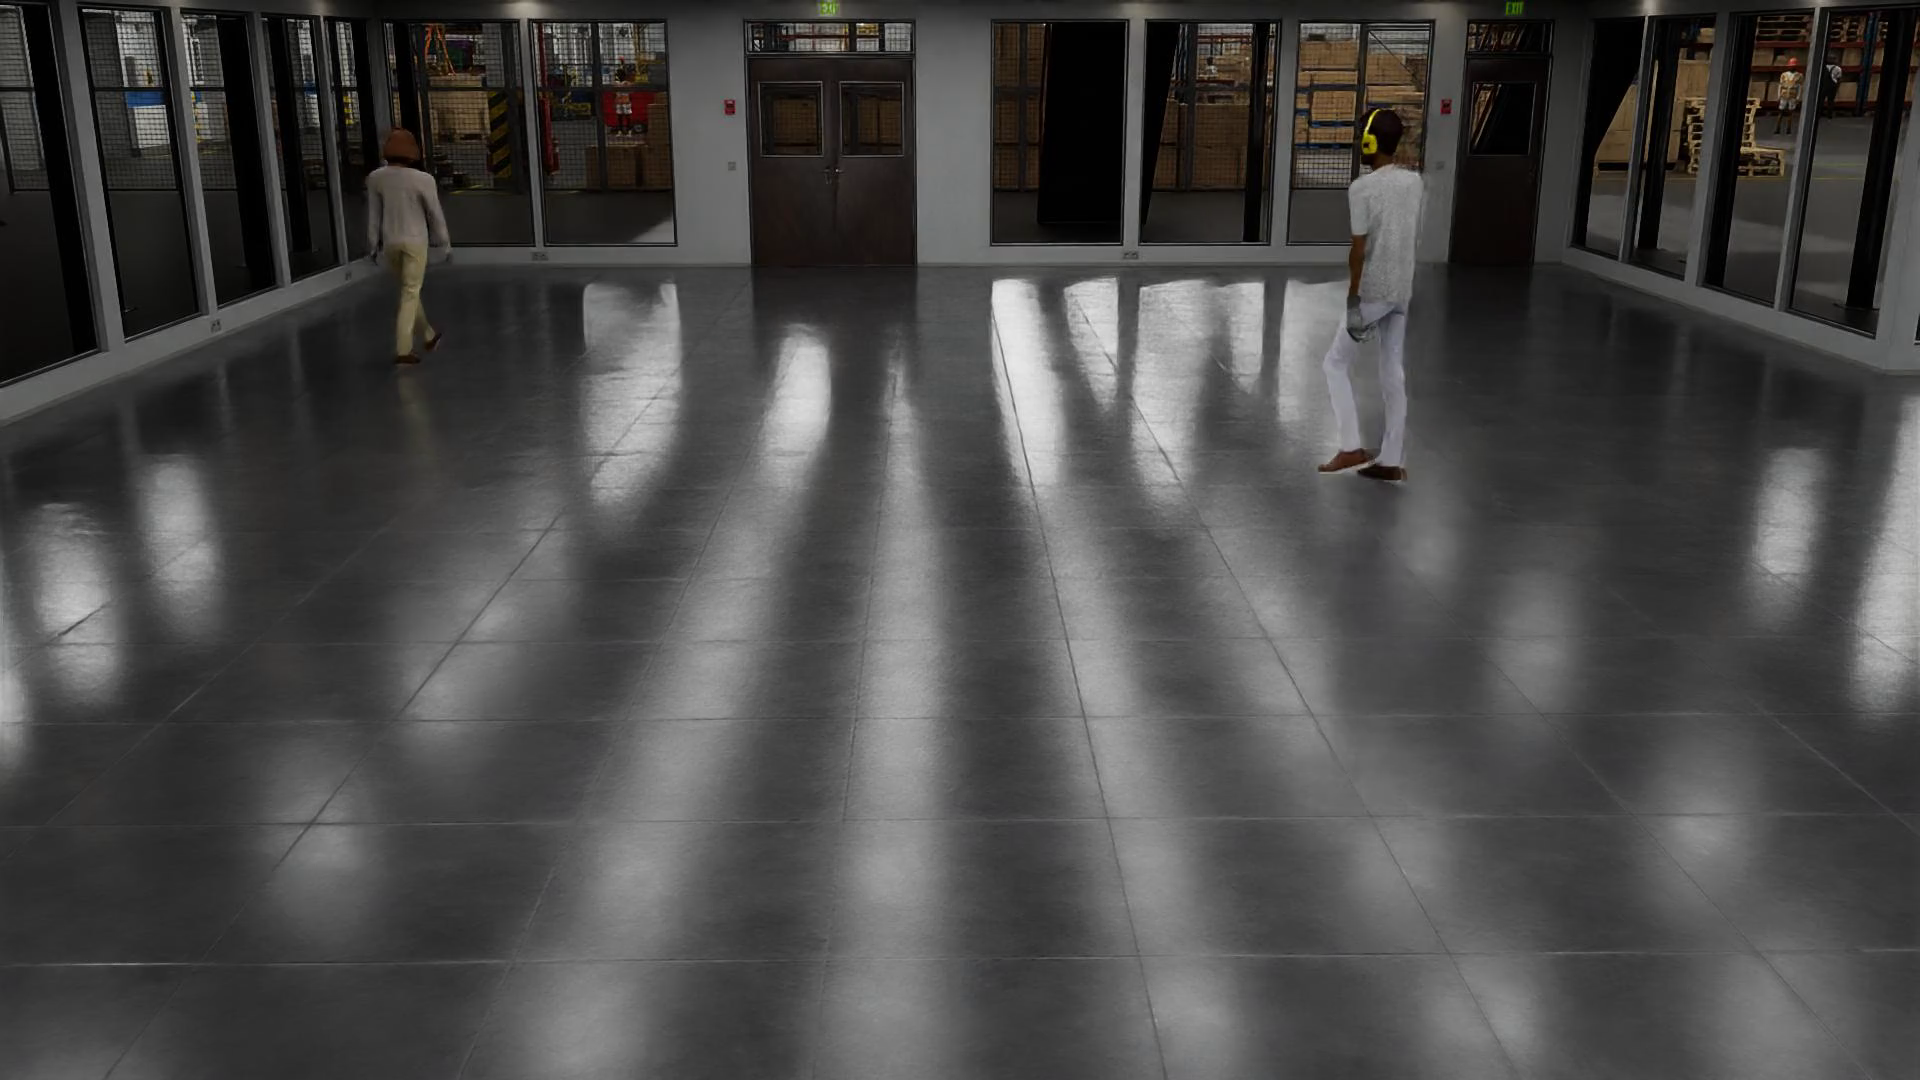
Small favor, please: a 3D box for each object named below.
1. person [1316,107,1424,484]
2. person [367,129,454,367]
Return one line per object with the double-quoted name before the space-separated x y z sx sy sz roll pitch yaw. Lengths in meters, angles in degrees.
"person" 2.080 -1.202 8.317 0.537 1.847 0.540 -9 18 -27
"person" -3.794 -2.043 11.590 0.530 1.588 0.829 4 17 13
